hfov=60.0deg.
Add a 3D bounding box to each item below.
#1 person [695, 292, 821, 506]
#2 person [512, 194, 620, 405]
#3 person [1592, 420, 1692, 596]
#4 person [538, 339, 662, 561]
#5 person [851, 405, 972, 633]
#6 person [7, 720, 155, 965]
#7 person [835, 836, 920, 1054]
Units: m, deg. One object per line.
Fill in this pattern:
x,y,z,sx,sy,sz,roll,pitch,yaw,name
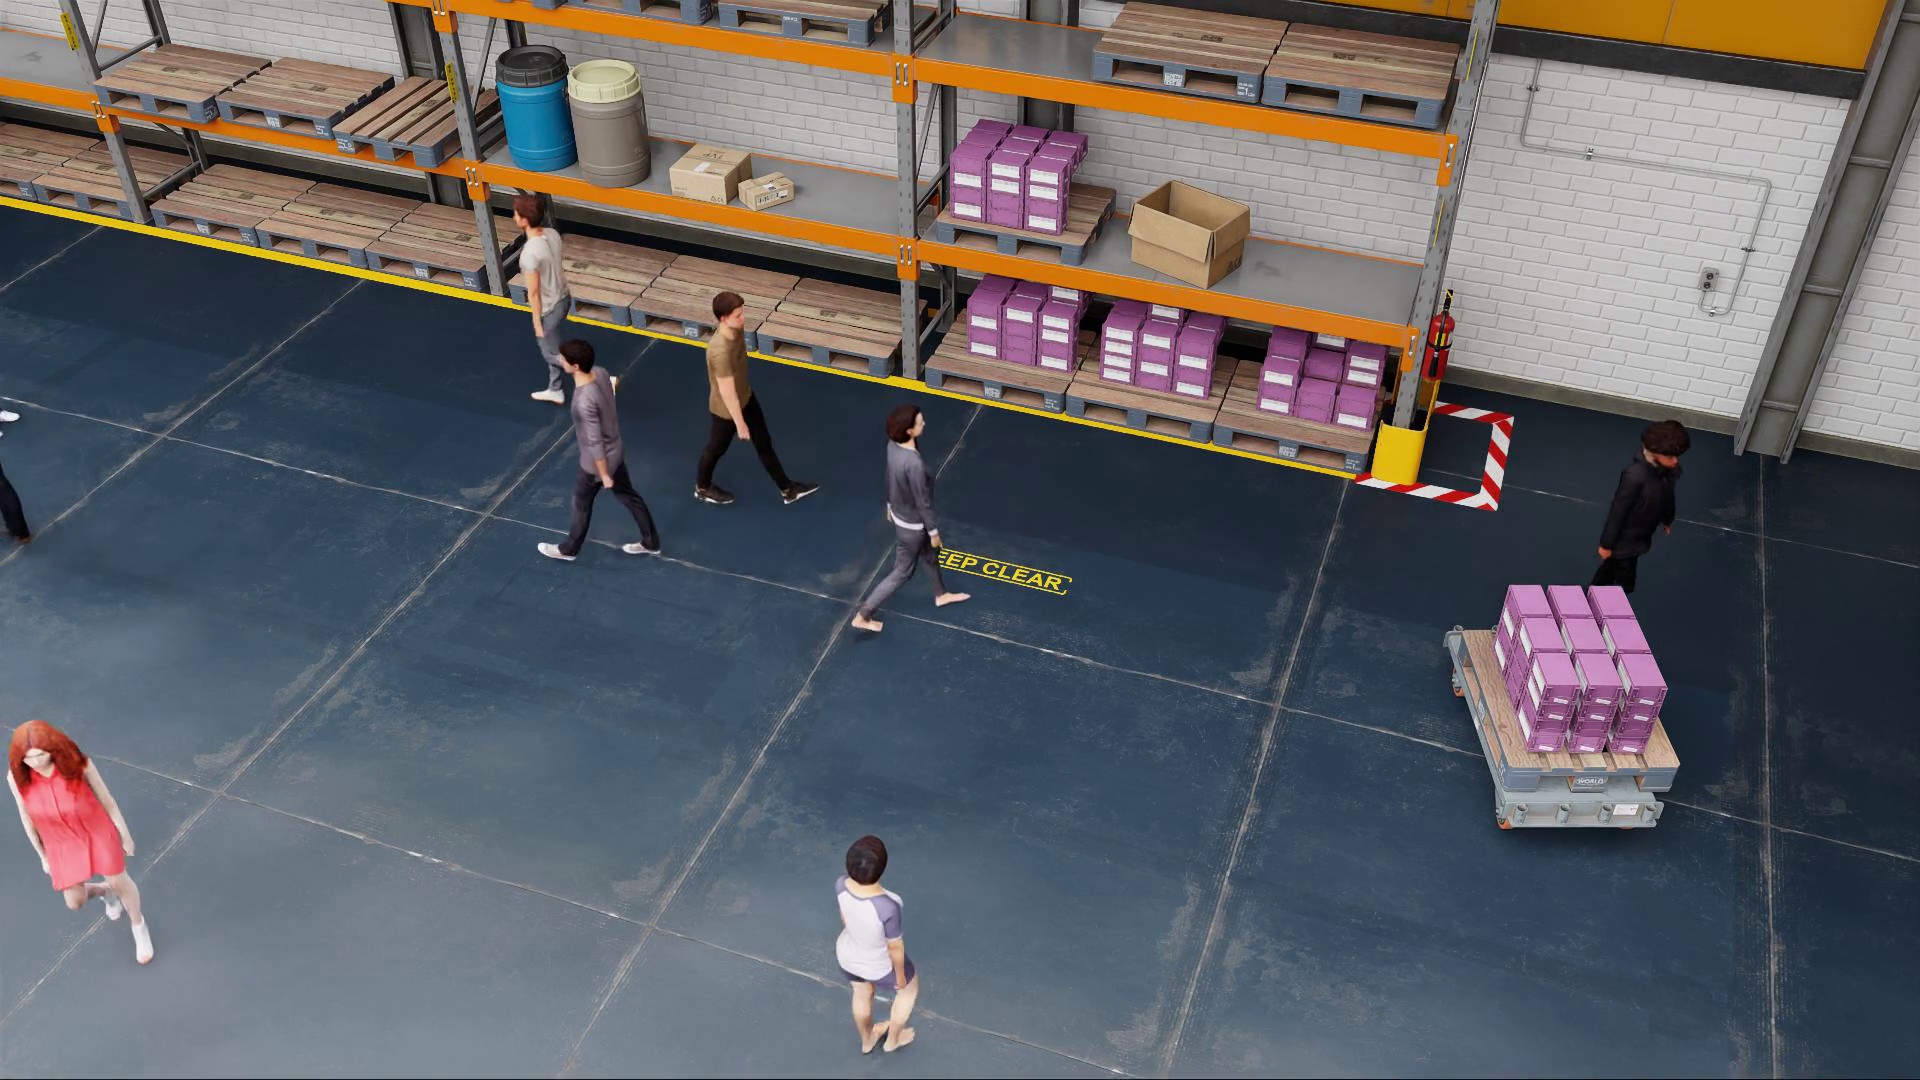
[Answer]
-1.731,-0.976,12.029,1.224,1.801,0.782,8,39,10,person
-3.121,-1.809,13.018,1.111,1.869,0.791,6,39,7,person
4.350,-0.089,10.960,0.863,1.750,0.888,-28,47,-31,person
-2.392,-0.583,11.527,1.139,1.814,0.836,5,39,6,person
-0.399,-0.096,10.983,1.188,1.731,1.095,-14,41,-17,person
-4.661,1.543,8.869,0.821,1.809,0.873,-12,40,-14,person
-0.473,2.111,8.359,0.585,1.557,0.704,24,44,27,person
